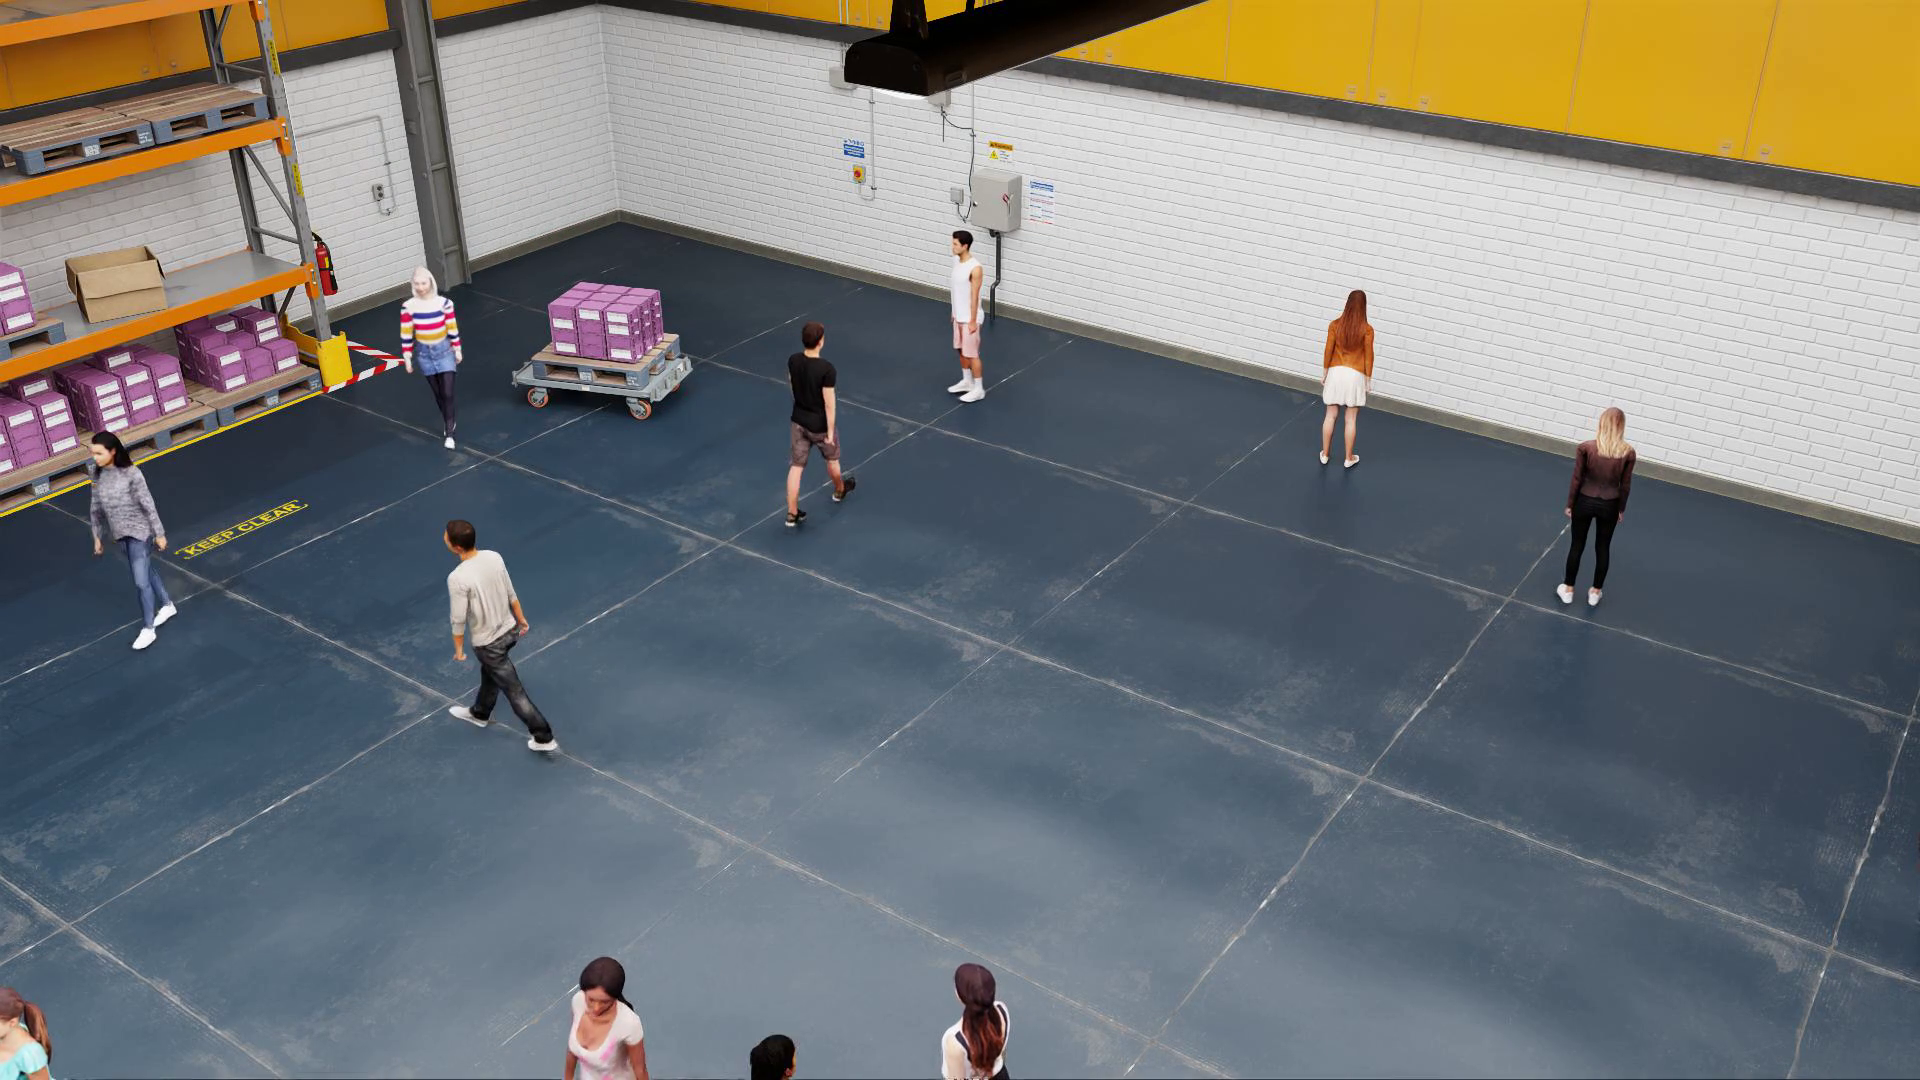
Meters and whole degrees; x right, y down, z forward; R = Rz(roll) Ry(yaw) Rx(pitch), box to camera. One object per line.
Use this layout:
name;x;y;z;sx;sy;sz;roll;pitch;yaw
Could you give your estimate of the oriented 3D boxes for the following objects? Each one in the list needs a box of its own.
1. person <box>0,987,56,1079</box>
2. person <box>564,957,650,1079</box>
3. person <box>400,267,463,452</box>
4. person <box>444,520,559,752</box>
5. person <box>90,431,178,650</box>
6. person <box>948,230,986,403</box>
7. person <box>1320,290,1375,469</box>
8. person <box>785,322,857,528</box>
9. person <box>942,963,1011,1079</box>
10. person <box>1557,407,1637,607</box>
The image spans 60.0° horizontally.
person;-4.371;2.725;8.028;1.094;1.518;0.700;-24;37;-37
person;-1.601;2.631;8.023;1.211;1.689;0.722;-25;38;-38
person;-5.042;-1.783;16.031;1.082;1.770;1.157;-4;29;-7
person;-3.132;0.696;11.488;0.913;1.768;1.155;14;32;24
person;-6.400;-0.092;12.991;0.851;1.712;0.998;7;29;12
person;0.094;-2.298;16.965;0.734;1.778;0.734;-14;32;-25
person;3.618;-1.515;15.590;0.667;1.720;0.624;12;31;21
person;-1.351;-0.981;14.513;0.818;1.816;1.260;12;31;21
person;0.085;2.693;7.953;0.631;1.646;0.493;22;36;35
person;5.096;-0.267;13.321;0.662;1.703;0.619;7;29;13
